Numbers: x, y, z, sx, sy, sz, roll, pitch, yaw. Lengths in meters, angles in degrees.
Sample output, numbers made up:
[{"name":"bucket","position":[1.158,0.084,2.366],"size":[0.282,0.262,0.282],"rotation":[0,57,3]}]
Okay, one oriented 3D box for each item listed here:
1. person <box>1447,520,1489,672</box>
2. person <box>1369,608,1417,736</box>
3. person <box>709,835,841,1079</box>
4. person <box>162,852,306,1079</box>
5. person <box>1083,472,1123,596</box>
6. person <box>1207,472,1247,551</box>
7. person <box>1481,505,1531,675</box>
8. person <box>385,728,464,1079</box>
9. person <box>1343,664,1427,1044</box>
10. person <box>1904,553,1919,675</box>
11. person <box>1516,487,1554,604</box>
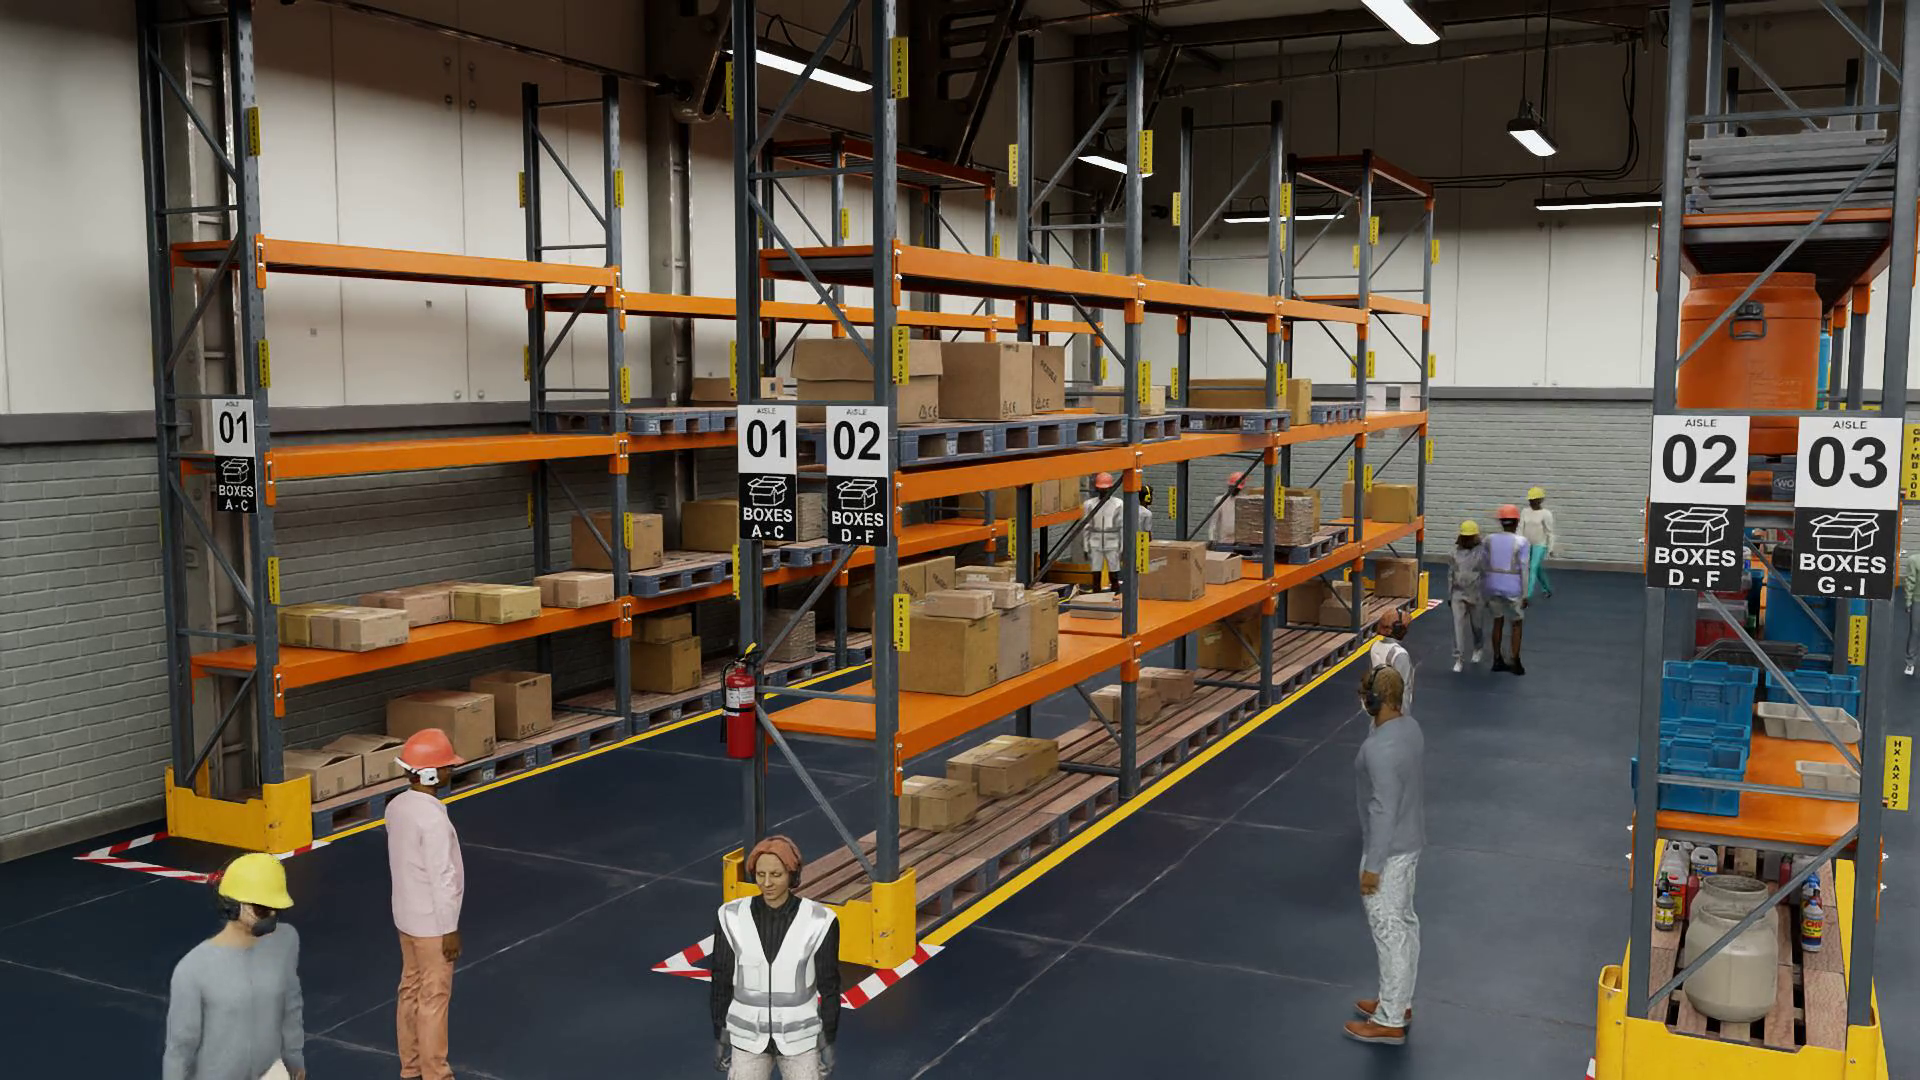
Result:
[{"name":"person","position":[5.829,0.619,19.027],"size":[0.495,1.722,0.744],"rotation":[3,7,26]},{"name":"person","position":[3.233,1.328,12.504],"size":[0.311,1.640,0.514],"rotation":[-2,6,-14]},{"name":"person","position":[-0.716,1.950,6.457],"size":[0.511,1.641,0.307],"rotation":[0,6,3]},{"name":"person","position":[-2.576,1.964,5.986],"size":[0.889,1.711,0.605],"rotation":[3,7,30]},{"name":"person","position":[1.967,0.093,22.621],"size":[0.610,2.039,0.402],"rotation":[1,6,14]},{"name":"person","position":[3.878,0.005,23.792],"size":[0.662,1.965,0.493],"rotation":[3,7,29]},{"name":"person","position":[6.137,0.564,18.735],"size":[0.581,1.894,0.537],"rotation":[5,8,39]},{"name":"person","position":[-2.481,1.753,7.817],"size":[0.327,1.753,0.562],"rotation":[-5,8,-39]},{"name":"person","position":[2.178,1.593,8.504],"size":[0.379,1.937,0.629],"rotation":[3,7,29]},{"name":"person","position":[10.817,0.709,18.553],"size":[0.501,1.631,0.286],"rotation":[2,6,22]},{"name":"person","position":[8.460,0.074,24.356],"size":[0.934,1.717,0.506],"rotation":[-3,7,-31]}]
